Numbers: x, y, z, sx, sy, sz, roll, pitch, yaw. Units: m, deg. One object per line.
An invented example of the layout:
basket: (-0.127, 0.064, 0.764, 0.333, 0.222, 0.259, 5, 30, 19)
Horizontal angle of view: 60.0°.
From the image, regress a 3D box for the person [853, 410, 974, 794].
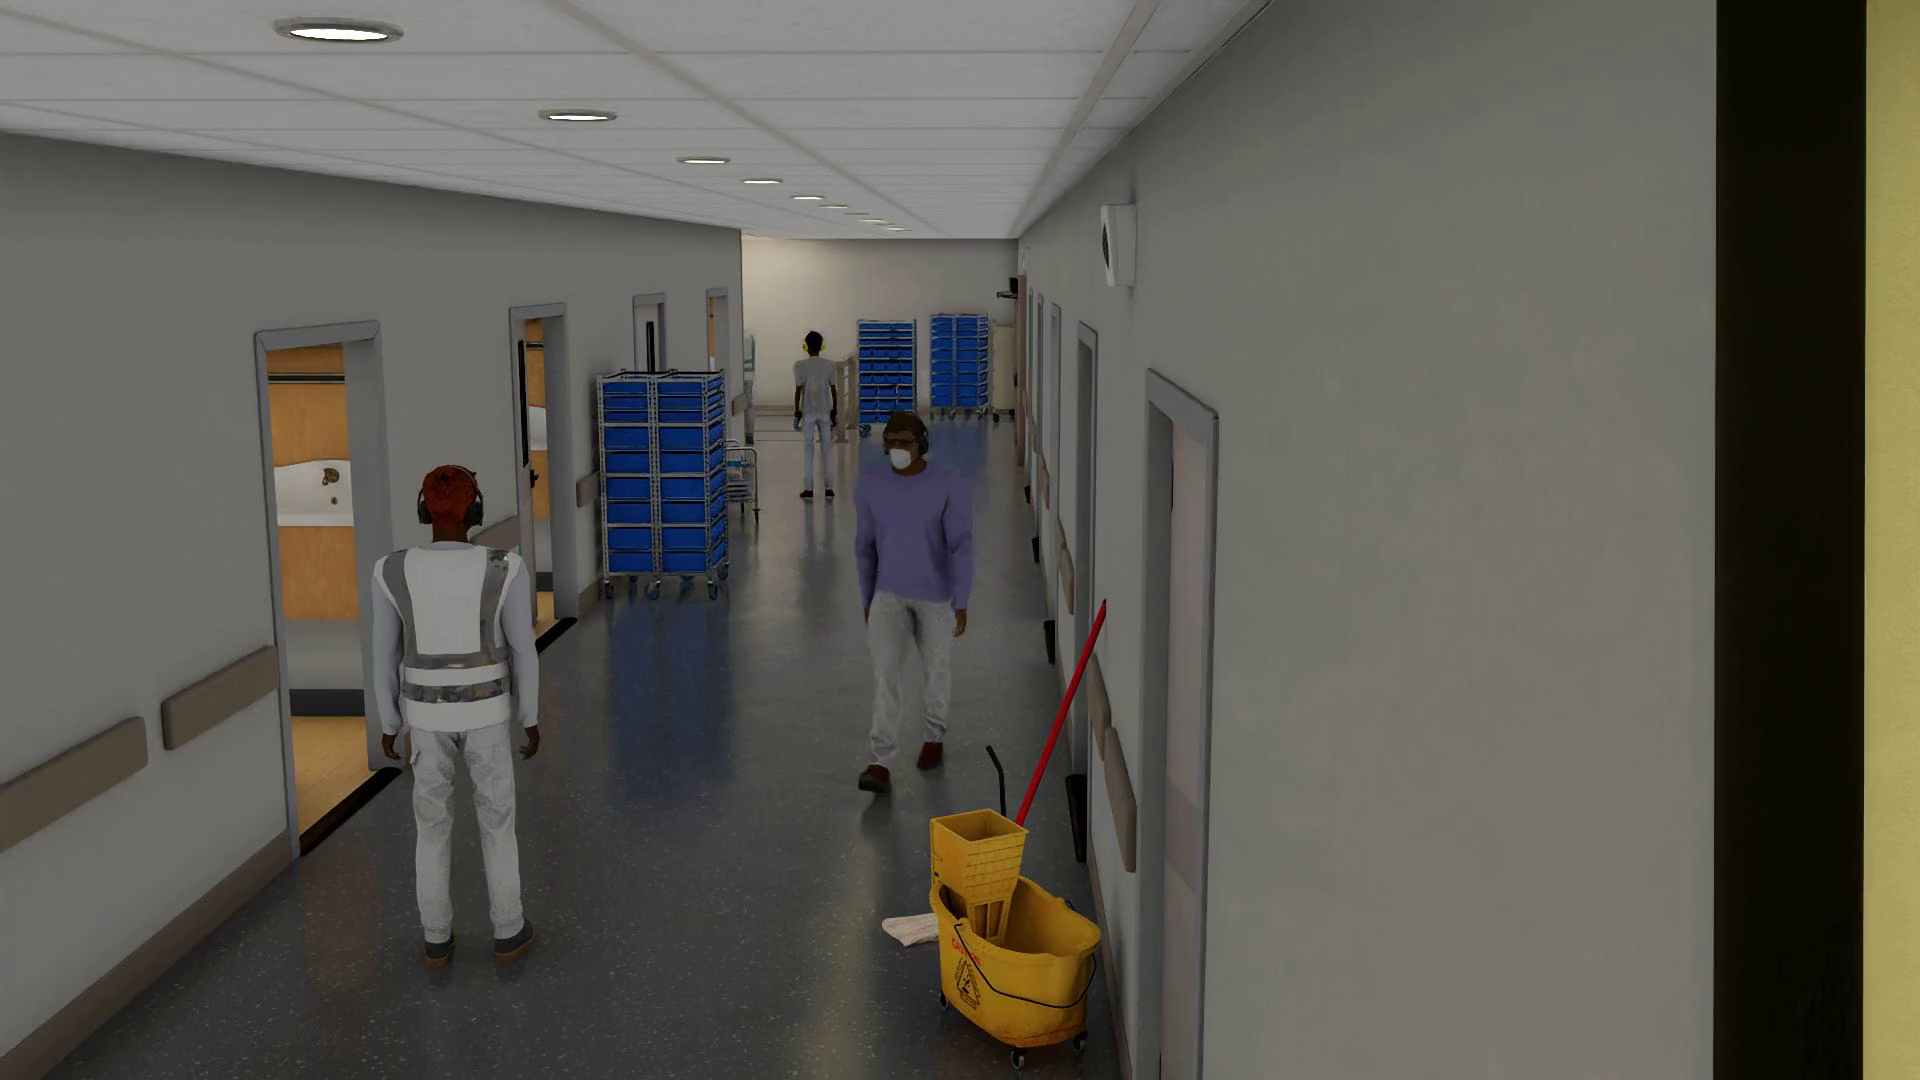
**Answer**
person: (-0.249, 0.300, 8.314, 0.652, 1.883, 1.012, 2, 10, 13)

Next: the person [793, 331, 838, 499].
person: (-1.605, -1.389, 18.511, 0.509, 1.868, 0.328, -3, 10, -17)

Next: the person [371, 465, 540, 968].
person: (-1.861, 0.658, 6.193, 0.586, 1.882, 0.341, -1, 10, -8)
